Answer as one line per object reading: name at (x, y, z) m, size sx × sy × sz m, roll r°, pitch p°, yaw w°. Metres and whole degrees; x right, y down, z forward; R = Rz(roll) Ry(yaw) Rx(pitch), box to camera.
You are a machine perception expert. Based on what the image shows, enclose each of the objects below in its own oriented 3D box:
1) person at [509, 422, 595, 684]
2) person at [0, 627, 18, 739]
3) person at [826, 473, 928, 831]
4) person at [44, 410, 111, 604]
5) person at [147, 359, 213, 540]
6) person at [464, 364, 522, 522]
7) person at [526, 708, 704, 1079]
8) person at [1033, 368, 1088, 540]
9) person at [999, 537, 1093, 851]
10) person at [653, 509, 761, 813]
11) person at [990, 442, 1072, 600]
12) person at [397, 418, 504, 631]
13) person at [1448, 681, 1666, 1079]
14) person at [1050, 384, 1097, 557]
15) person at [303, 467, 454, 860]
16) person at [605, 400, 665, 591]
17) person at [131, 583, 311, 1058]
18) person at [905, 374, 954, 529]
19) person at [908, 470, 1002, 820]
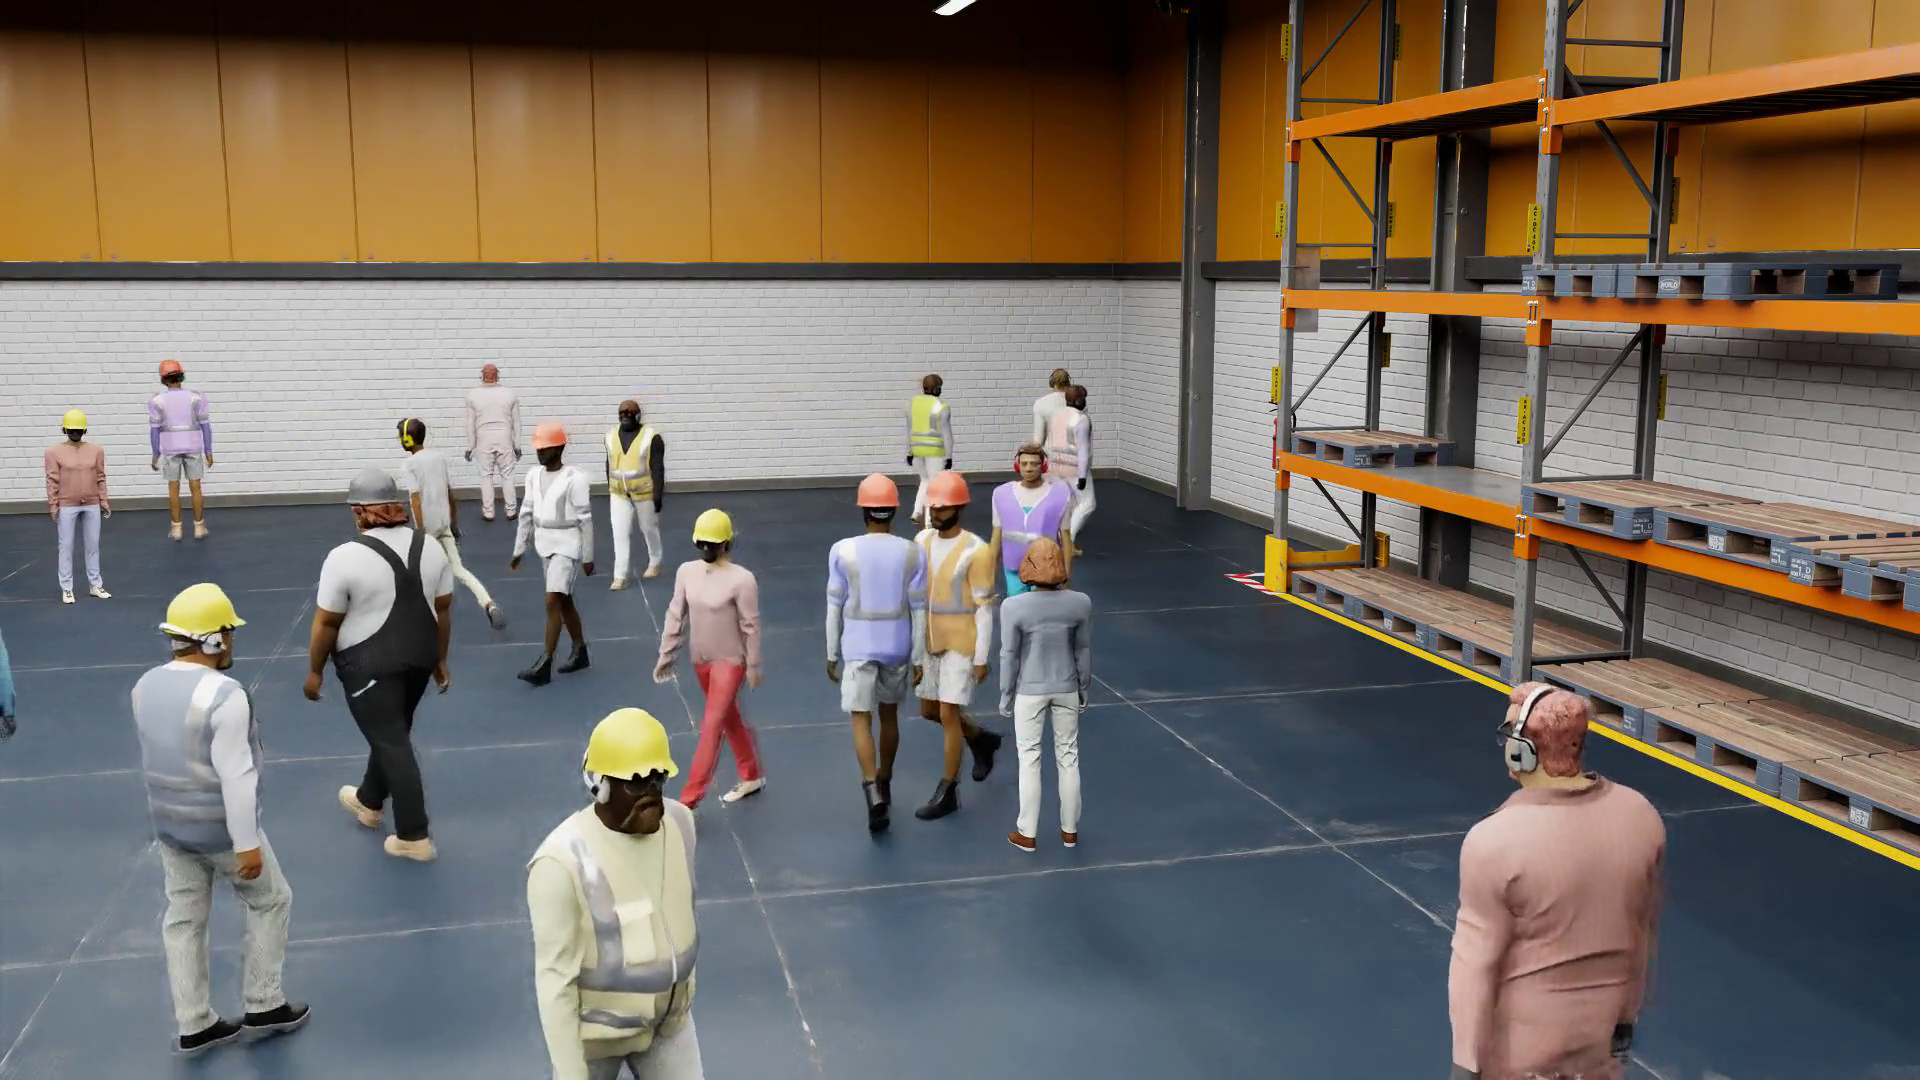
person at (-3.045, 0.092, 12.184) m, size 0.556 × 1.899 × 0.910 m, roll 6°, pitch 11°, yaw 34°
person at (-4.924, 0.872, 8.161) m, size 0.549 × 1.615 × 0.605 m, roll -3°, pitch 9°, yaw -16°
person at (-0.443, 0.594, 9.047) m, size 0.549 × 1.914 × 0.880 m, roll -2°, pitch 9°, yaw -13°
person at (-8.013, -0.310, 15.139) m, size 0.328 × 1.760 × 0.524 m, roll 8°, pitch 12°, yaw 41°
person at (-8.770, -1.010, 18.724) m, size 0.650 × 2.022 × 0.492 m, roll -5°, pitch 11°, yaw -30°
person at (-5.634, -1.169, 20.095) m, size 0.685 × 1.895 × 0.414 m, roll -4°, pitch 10°, yaw -24°
person at (-0.950, 1.345, 4.746) m, size 0.946 × 1.780 × 0.621 m, roll 7°, pitch 11°, yaw 37°
person at (1.109, -0.947, 18.548) m, size 0.631 × 1.940 × 0.372 m, roll -2°, pitch 9°, yaw -15°
person at (0.441, 0.796, 8.608) m, size 0.500 × 1.636 × 0.284 m, roll -2°, pitch 9°, yaw -15°
person at (-1.376, 0.680, 9.095) m, size 0.532 × 1.711 × 0.943 m, roll 6°, pitch 11°, yaw 35°
person at (0.485, 0.235, 11.481) m, size 0.560 × 1.834 × 0.443 m, roll 3°, pitch 10°, yaw 17°
person at (-4.217, -0.091, 13.602) m, size 0.891 × 1.826 × 0.552 m, roll 5°, pitch 10°, yaw 27°
person at (1.623, 1.326, 4.528) m, size 0.656 × 1.884 × 0.645 m, roll -3°, pitch 10°, yaw -20°
person at (1.180, -0.711, 17.411) m, size 0.431 × 1.828 × 0.643 m, roll -6°, pitch 11°, yaw -33°
person at (-3.056, 0.592, 8.625) m, size 0.987 × 2.000 × 0.701 m, roll 6°, pitch 11°, yaw 33°
person at (-3.105, -0.461, 15.992) m, size 0.628 × 1.800 × 0.961 m, roll 2°, pitch 9°, yaw 11°
person at (-2.812, 1.056, 6.417) m, size 0.620 × 1.814 × 0.610 m, roll 5°, pitch 10°, yaw 27°
person at (-0.324, -0.998, 19.194) m, size 0.649 × 1.832 × 0.441 m, roll 7°, pitch 11°, yaw 37°
person at (-0.007, 0.552, 9.243) m, size 0.552 × 1.923 × 0.695 m, roll 8°, pitch 12°, yaw 42°
